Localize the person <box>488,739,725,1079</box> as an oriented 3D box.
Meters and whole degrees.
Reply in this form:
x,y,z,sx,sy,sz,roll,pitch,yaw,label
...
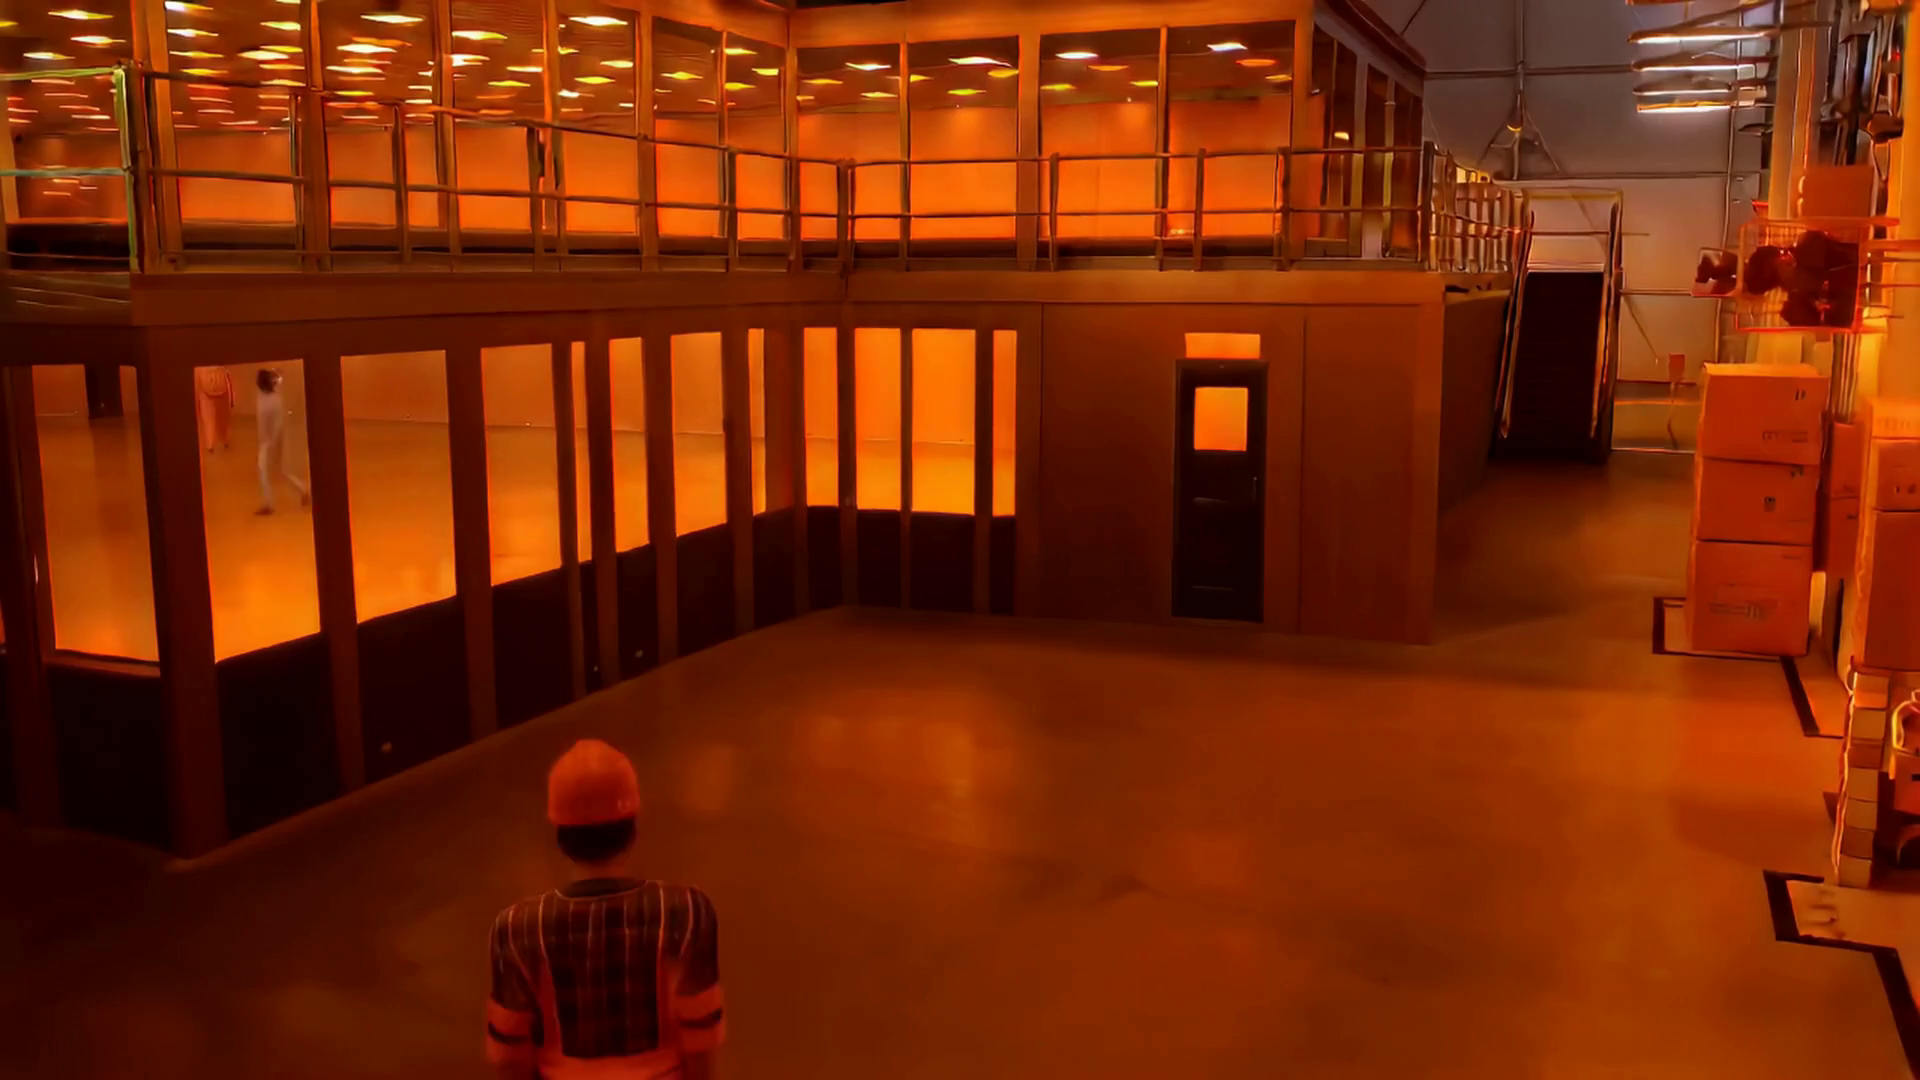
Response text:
x,y,z,sx,sy,sz,roll,pitch,yaw,label
-0.873,1.440,4.152,0.569,1.912,0.581,-2,9,-10,person
